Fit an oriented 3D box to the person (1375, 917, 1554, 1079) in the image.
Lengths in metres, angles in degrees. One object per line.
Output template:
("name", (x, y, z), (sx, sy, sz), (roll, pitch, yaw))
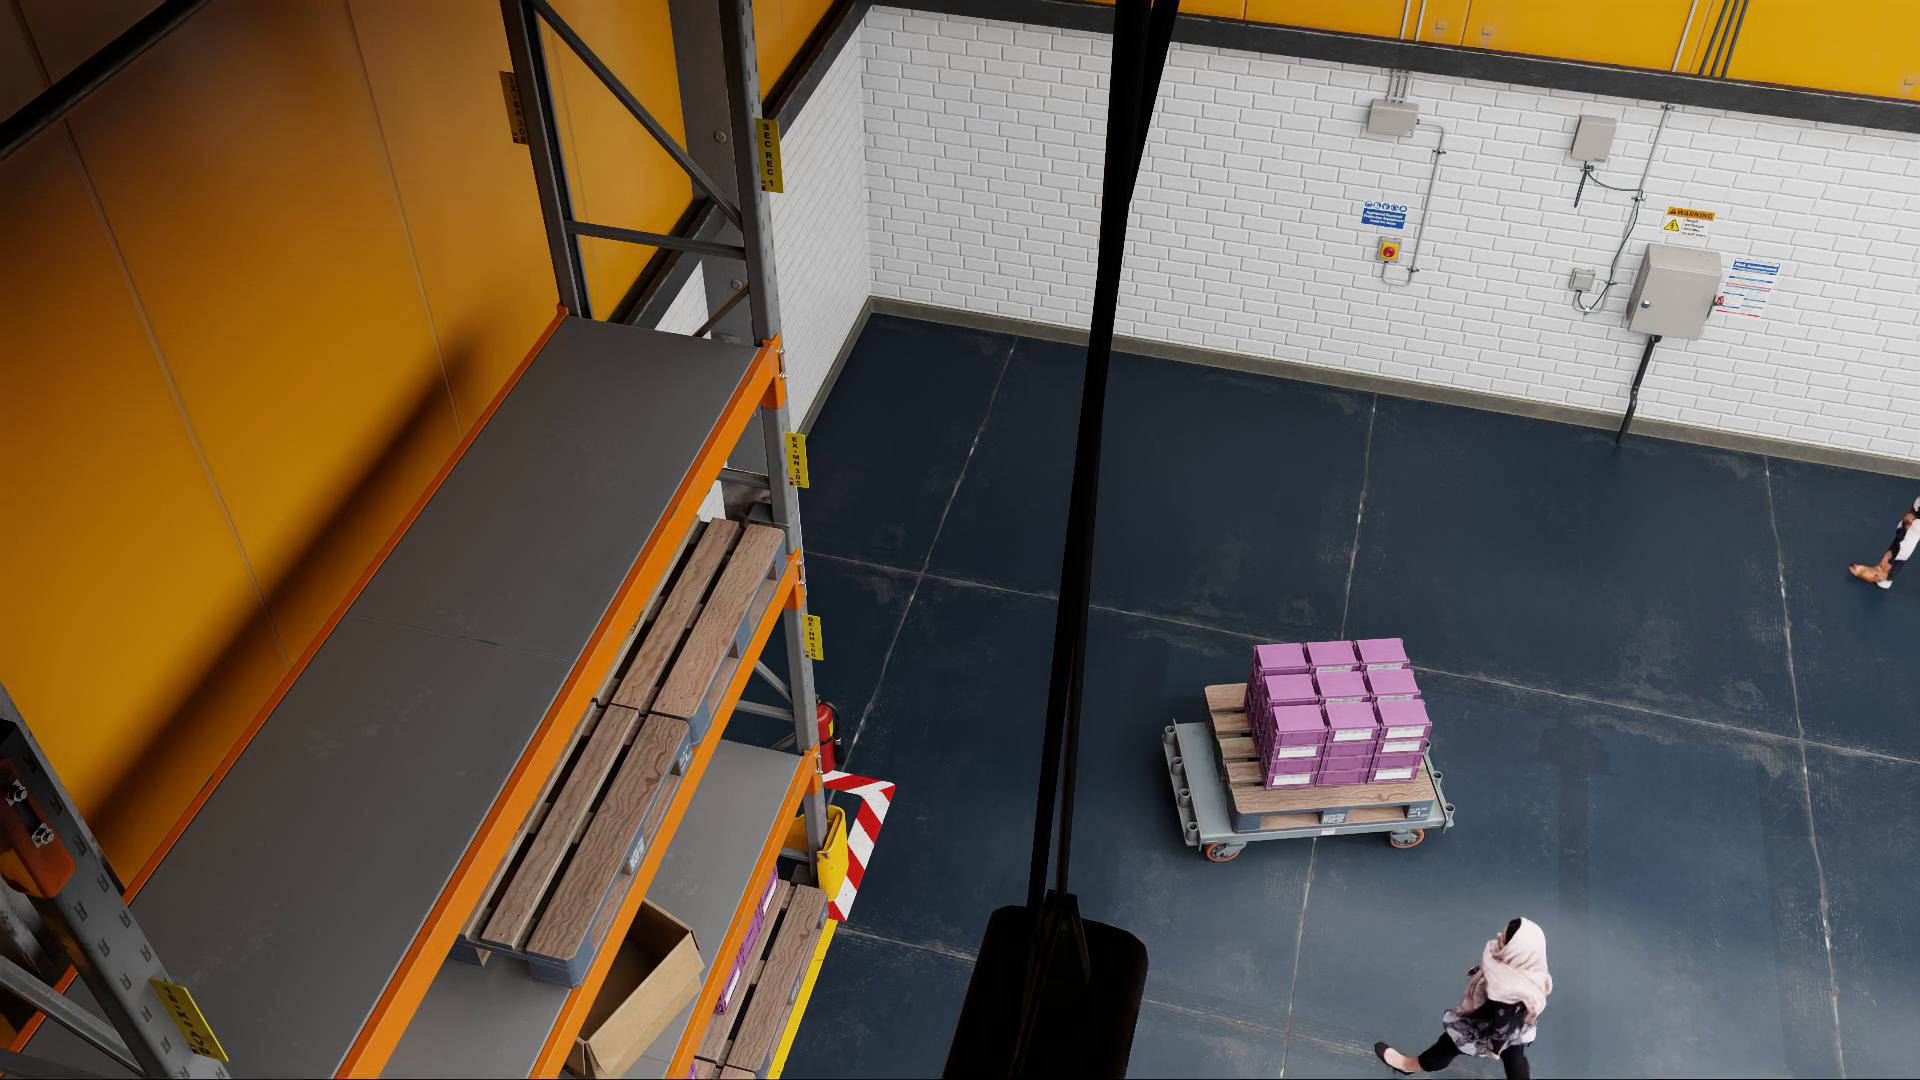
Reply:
("person", (2.843, 2.476, 8.520), (0.915, 1.598, 1.065), (25, 49, 24))
